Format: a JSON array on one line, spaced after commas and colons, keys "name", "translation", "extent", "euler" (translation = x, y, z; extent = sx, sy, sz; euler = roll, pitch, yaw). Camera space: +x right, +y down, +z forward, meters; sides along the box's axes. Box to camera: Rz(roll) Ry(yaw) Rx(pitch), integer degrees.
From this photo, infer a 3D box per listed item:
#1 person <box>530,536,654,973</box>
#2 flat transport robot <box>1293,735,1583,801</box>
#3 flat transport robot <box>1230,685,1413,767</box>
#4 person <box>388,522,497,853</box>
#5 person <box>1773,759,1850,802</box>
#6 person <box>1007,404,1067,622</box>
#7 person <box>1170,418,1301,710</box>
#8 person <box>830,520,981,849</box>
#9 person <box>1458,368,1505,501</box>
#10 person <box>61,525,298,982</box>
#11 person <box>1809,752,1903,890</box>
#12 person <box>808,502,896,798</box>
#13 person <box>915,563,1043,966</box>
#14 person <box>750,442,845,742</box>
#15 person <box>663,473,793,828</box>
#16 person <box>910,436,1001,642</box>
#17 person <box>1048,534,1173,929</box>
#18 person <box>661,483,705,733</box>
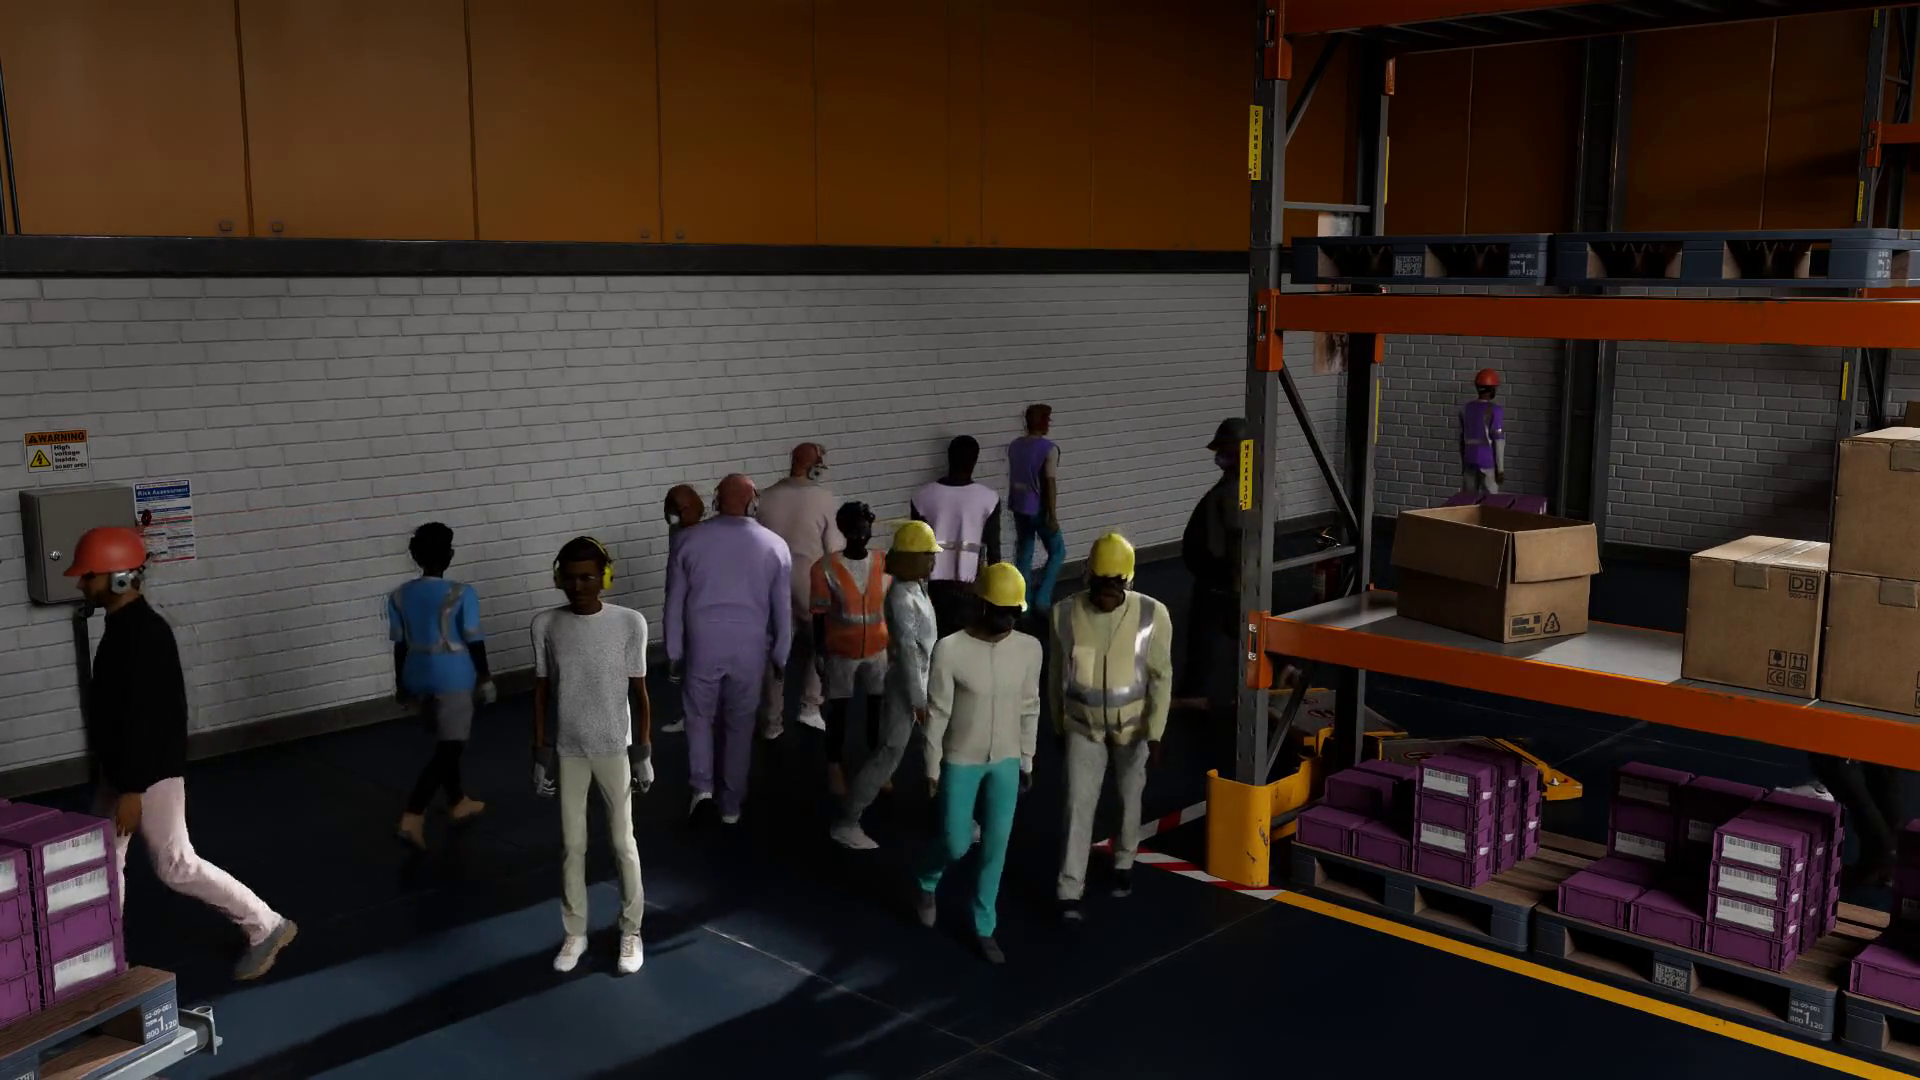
[{"name": "person", "translation": [-1.542, 0.898, 6.973], "extent": [0.513, 1.861, 0.320], "euler": [0, 9, 1]}, {"name": "flat transport robot", "translation": [2.674, 1.300, 9.353], "extent": [1.431, 0.197, 0.652], "euler": [-2, 9, -10]}, {"name": "flat transport robot", "translation": [2.223, 1.144, 10.311], "extent": [0.652, 0.197, 1.431], "euler": [-2, 9, -10]}, {"name": "person", "translation": [-2.707, 0.738, 8.533], "extent": [0.531, 1.666, 0.814], "euler": [4, 10, 24]}, {"name": "person", "translation": [4.952, 0.618, 8.812], "extent": [0.992, 1.829, 0.519], "euler": [7, 12, 37]}, {"name": "person", "translation": [0.665, -0.226, 13.931], "extent": [0.549, 1.826, 0.602], "euler": [-8, 12, -41]}, {"name": "person", "translation": [1.811, 0.142, 11.041], "extent": [0.871, 2.000, 0.684], "euler": [3, 10, 20]}, {"name": "person", "translation": [-0.253, 0.739, 8.422], "extent": [0.865, 1.704, 0.491], "euler": [2, 9, 10]}, {"name": "person", "translation": [5.384, -0.796, 17.112], "extent": [0.365, 1.936, 0.549], "euler": [-6, 11, -31]}, {"name": "person", "translation": [-3.217, 0.900, 6.659], "extent": [0.952, 1.962, 0.620], "euler": [-8, 12, -39]}, {"name": "person", "translation": [4.322, 0.687, 7.896], "extent": [0.450, 1.972, 0.647], "euler": [9, 13, 44]}, {"name": "person", "translation": [-0.583, 0.611, 9.275], "extent": [0.537, 1.680, 0.344], "euler": [-4, 10, -23]}, {"name": "person", "translation": [0.076, 0.931, 7.133], "extent": [0.537, 1.739, 0.567], "euler": [-4, 10, -24]}, {"name": "person", "translation": [-1.043, 0.329, 10.440], "extent": [0.771, 1.876, 0.545], "euler": [3, 10, 18]}, {"name": "person", "translation": [-1.218, 0.593, 8.783], "extent": [0.675, 1.876, 0.498], "euler": [-2, 9, -10]}, {"name": "person", "translation": [-0.031, 0.258, 10.848], "extent": [0.613, 1.870, 0.957], "euler": [1, 9, 9]}, {"name": "person", "translation": [0.669, 0.849, 7.544], "extent": [0.585, 1.764, 0.941], "euler": [2, 9, 10]}, {"name": "person", "translation": [-1.643, 0.416, 10.654], "extent": [0.575, 1.609, 0.522], "euler": [-5, 11, -30]}]
